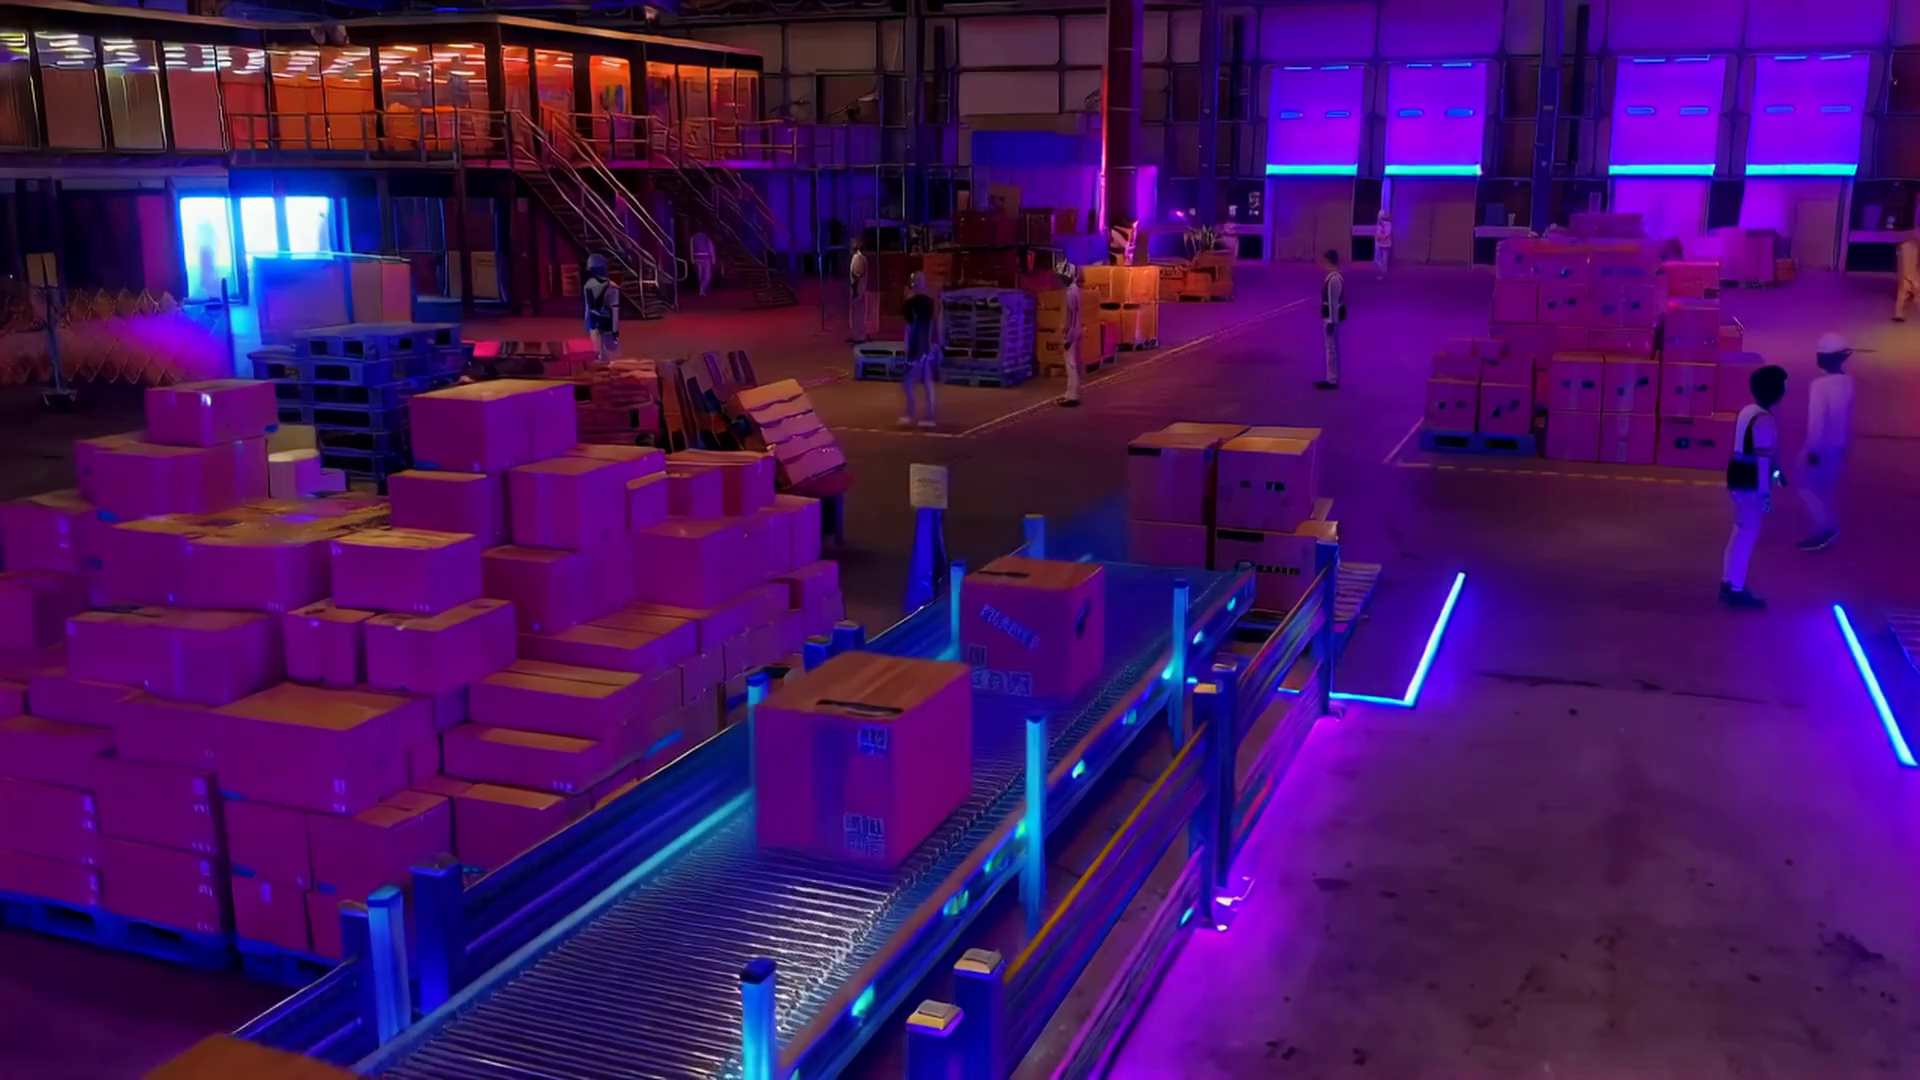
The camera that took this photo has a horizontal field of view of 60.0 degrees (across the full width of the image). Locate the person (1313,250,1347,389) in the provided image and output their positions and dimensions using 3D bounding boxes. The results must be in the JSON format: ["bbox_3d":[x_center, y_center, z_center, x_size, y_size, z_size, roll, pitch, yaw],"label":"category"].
[{"bbox_3d":[5.151,-3.041,23.013,0.392,1.916,0.587,1,13,6],"label":"person"}]

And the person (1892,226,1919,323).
[{"bbox_3d":[18.848,-5.225,32.808,0.819,1.910,0.658,-3,13,-12],"label":"person"}]

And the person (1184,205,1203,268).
[{"bbox_3d":[7.145,-9.269,50.917,0.588,1.927,0.370,-3,13,-15],"label":"person"}]

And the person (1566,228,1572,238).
[{"bbox_3d":[16.043,-7.494,43.153,0.634,1.841,0.429,11,16,40],"label":"person"}]

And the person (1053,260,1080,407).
[{"bbox_3d":[1.369,-2.633,21.273,0.328,1.876,0.513,0,13,1],"label":"person"}]

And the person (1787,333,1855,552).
[{"bbox_3d":[6.820,-0.754,13.121,0.530,1.755,0.400,-6,14,-26],"label":"person"}]

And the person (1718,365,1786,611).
[{"bbox_3d":[5.493,-0.366,11.531,0.320,1.693,0.537,3,13,12],"label":"person"}]

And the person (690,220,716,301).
[{"bbox_3d":[-5.930,-6.410,38.249,0.582,1.862,0.798,3,13,13],"label":"person"}]

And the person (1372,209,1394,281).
[{"bbox_3d":[11.531,-8.042,45.387,0.641,1.935,0.460,-7,14,-29],"label":"person"}]

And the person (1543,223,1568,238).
[{"bbox_3d":[13.431,-6.248,37.609,0.635,1.827,0.633,-1,13,-3],"label":"person"}]

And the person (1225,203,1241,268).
[{"bbox_3d":[8.397,-9.360,51.209,0.489,1.973,0.659,8,15,32],"label":"person"}]

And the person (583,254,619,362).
[{"bbox_3d":[-4.715,-2.782,21.833,0.539,1.929,0.383,5,14,22],"label":"person"}]

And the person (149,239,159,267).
[{"bbox_3d":[-17.896,-6.055,37.261,0.504,1.580,0.883,-1,13,-6],"label":"person"}]

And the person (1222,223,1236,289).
[{"bbox_3d":[6.626,-6.975,41.147,0.350,1.698,0.530,9,16,36],"label":"person"}]

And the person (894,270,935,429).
[{"bbox_3d":[-0.539,-2.222,19.489,0.651,1.844,0.552,11,16,39],"label":"person"}]

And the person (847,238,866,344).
[{"bbox_3d":[-1.809,-4.331,28.954,0.325,1.843,0.517,2,13,10],"label":"person"}]
